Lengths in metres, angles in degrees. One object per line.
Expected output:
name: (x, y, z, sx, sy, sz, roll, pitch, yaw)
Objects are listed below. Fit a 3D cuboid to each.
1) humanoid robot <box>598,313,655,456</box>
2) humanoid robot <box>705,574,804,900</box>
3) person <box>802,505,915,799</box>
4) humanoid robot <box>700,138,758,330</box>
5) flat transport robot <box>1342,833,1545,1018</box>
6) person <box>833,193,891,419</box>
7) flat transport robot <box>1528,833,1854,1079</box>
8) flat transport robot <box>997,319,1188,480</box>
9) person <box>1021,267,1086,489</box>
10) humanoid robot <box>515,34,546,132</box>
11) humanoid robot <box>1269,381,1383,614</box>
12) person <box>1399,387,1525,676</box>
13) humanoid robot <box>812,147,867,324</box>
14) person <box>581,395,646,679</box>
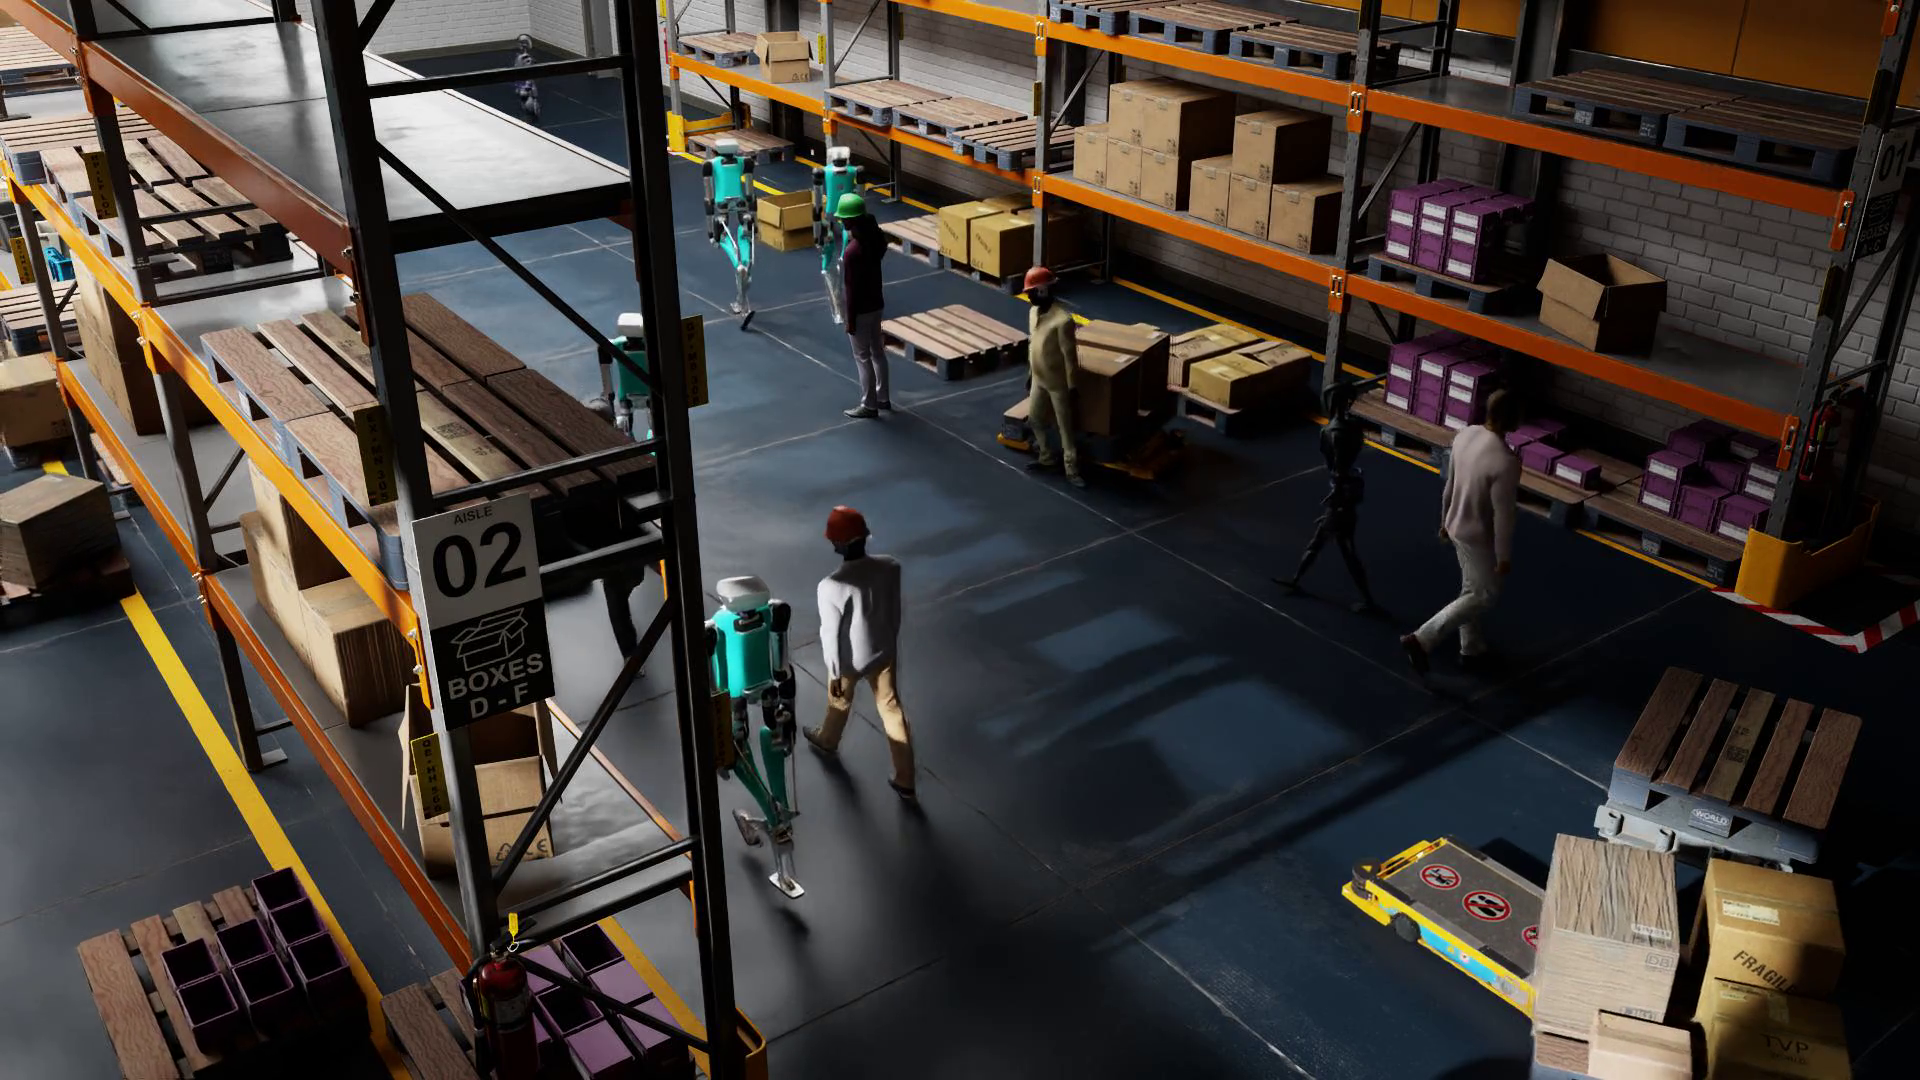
humanoid robot: (-2.233, -0.695, 11.717, 0.547, 1.772, 0.889, -5, 27, -10)
humanoid robot: (-0.953, 1.039, 8.280, 0.541, 1.734, 1.027, -19, 33, -34)
person: (-0.555, 0.585, 9.227, 0.584, 1.696, 0.931, -20, 33, -34)
humanoid robot: (-2.134, -2.964, 16.244, 0.530, 1.747, 1.004, -11, 29, -21)
flat transport robot: (2.646, 1.922, 8.164, 0.659, 0.231, 1.431, -19, 32, -33)
person: (-0.831, -1.967, 14.055, 0.450, 1.935, 0.480, 13, 30, 24)
flat transport robot: (3.109, 2.364, 7.284, 0.659, 0.231, 1.431, 9, 28, 17)
flat transport robot: (1.081, -0.832, 13.642, 1.431, 0.231, 0.659, 15, 31, 28)
person: (0.731, -1.241, 12.858, 0.382, 1.712, 0.683, -16, 31, -28)
humanoid robot: (-5.758, -5.924, 22.256, 0.774, 1.623, 0.610, -13, 29, -23)
humanoid robot: (2.493, -0.275, 11.026, 0.785, 1.619, 0.598, 7, 27, 13)
person: (3.123, -0.028, 10.210, 0.689, 1.914, 0.644, -5, 27, -9)
humanoid robot: (-1.230, -3.048, 16.485, 0.547, 1.847, 0.846, -6, 27, -12)
person: (-2.190, -0.102, 10.469, 0.512, 1.812, 0.849, -14, 30, -25)
